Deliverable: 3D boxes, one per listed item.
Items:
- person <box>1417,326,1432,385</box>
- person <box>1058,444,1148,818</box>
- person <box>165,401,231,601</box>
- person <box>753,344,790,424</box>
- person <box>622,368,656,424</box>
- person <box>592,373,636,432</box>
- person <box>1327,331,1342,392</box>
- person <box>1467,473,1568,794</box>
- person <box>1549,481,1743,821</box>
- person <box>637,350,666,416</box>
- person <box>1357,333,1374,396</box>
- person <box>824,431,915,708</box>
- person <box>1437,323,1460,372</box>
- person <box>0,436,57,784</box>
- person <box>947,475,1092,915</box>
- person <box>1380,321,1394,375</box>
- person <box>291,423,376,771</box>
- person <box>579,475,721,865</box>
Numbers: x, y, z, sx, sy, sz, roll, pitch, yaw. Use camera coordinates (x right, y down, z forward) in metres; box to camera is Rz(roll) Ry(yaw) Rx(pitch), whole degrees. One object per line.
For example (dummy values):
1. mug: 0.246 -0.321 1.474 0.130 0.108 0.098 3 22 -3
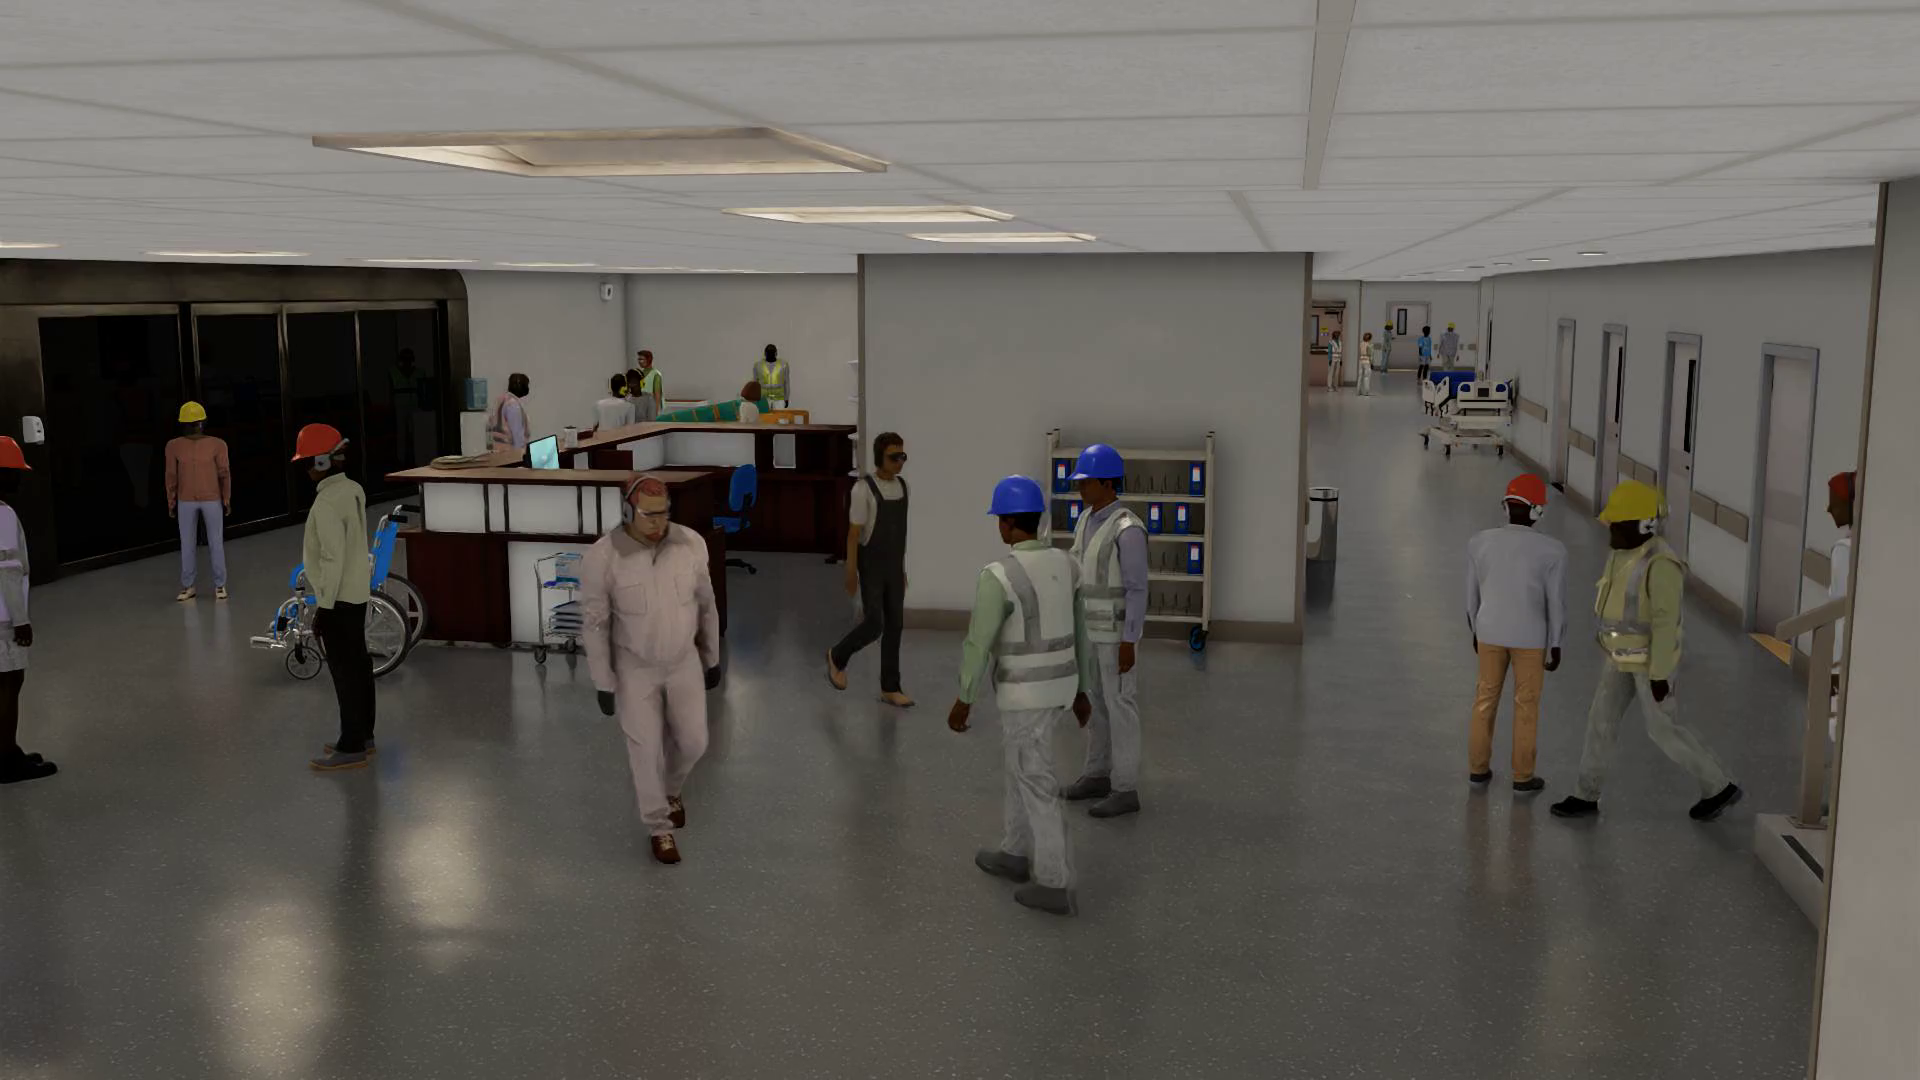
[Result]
1. person: 13.378 -5.308 47.852 0.541 1.696 0.317 -6 11 -37
2. person: 0.749 0.466 8.695 0.405 1.946 0.612 -4 9 -23
3. person: -6.711 -0.342 14.668 0.531 1.765 0.327 -2 9 -15
4. person: -3.171 -2.385 28.015 0.622 1.835 0.431 -1 9 -5
5. person: -3.634 -0.997 18.689 0.507 1.865 0.329 5 10 29
6. person: -3.821 -0.926 18.387 0.542 1.813 0.960 3 9 19
7. person: 10.051 -4.791 44.599 0.511 1.641 0.309 -7 11 -38
8. person: 3.044 0.506 9.097 0.566 1.747 0.346 7 11 39
9. person: 3.554 0.578 8.521 0.881 1.788 0.632 -1 9 -4
10. person: -4.654 -1.938 25.036 0.390 1.837 0.560 -8 12 -42
11. person: 10.482 -4.536 42.948 0.318 1.630 0.514 -5 10 -30
12. person: -0.587 0.186 10.955 0.604 1.830 0.512 7 11 38
13. person: 14.122 -5.387 48.094 0.593 1.779 0.913 1 9 8
14. person: -5.337 0.385 9.307 0.545 1.929 0.390 8 11 41
15. person: 0.233 0.671 7.433 0.805 1.911 0.623 7 11 38
16. person: 13.738 -6.160 53.383 0.340 1.735 0.483 6 10 34
17. person: -3.577 0.322 9.528 0.393 1.986 0.610 -1 9 -5
18. person: -1.481 0.607 7.994 0.690 1.875 0.534 -5 10 -29
